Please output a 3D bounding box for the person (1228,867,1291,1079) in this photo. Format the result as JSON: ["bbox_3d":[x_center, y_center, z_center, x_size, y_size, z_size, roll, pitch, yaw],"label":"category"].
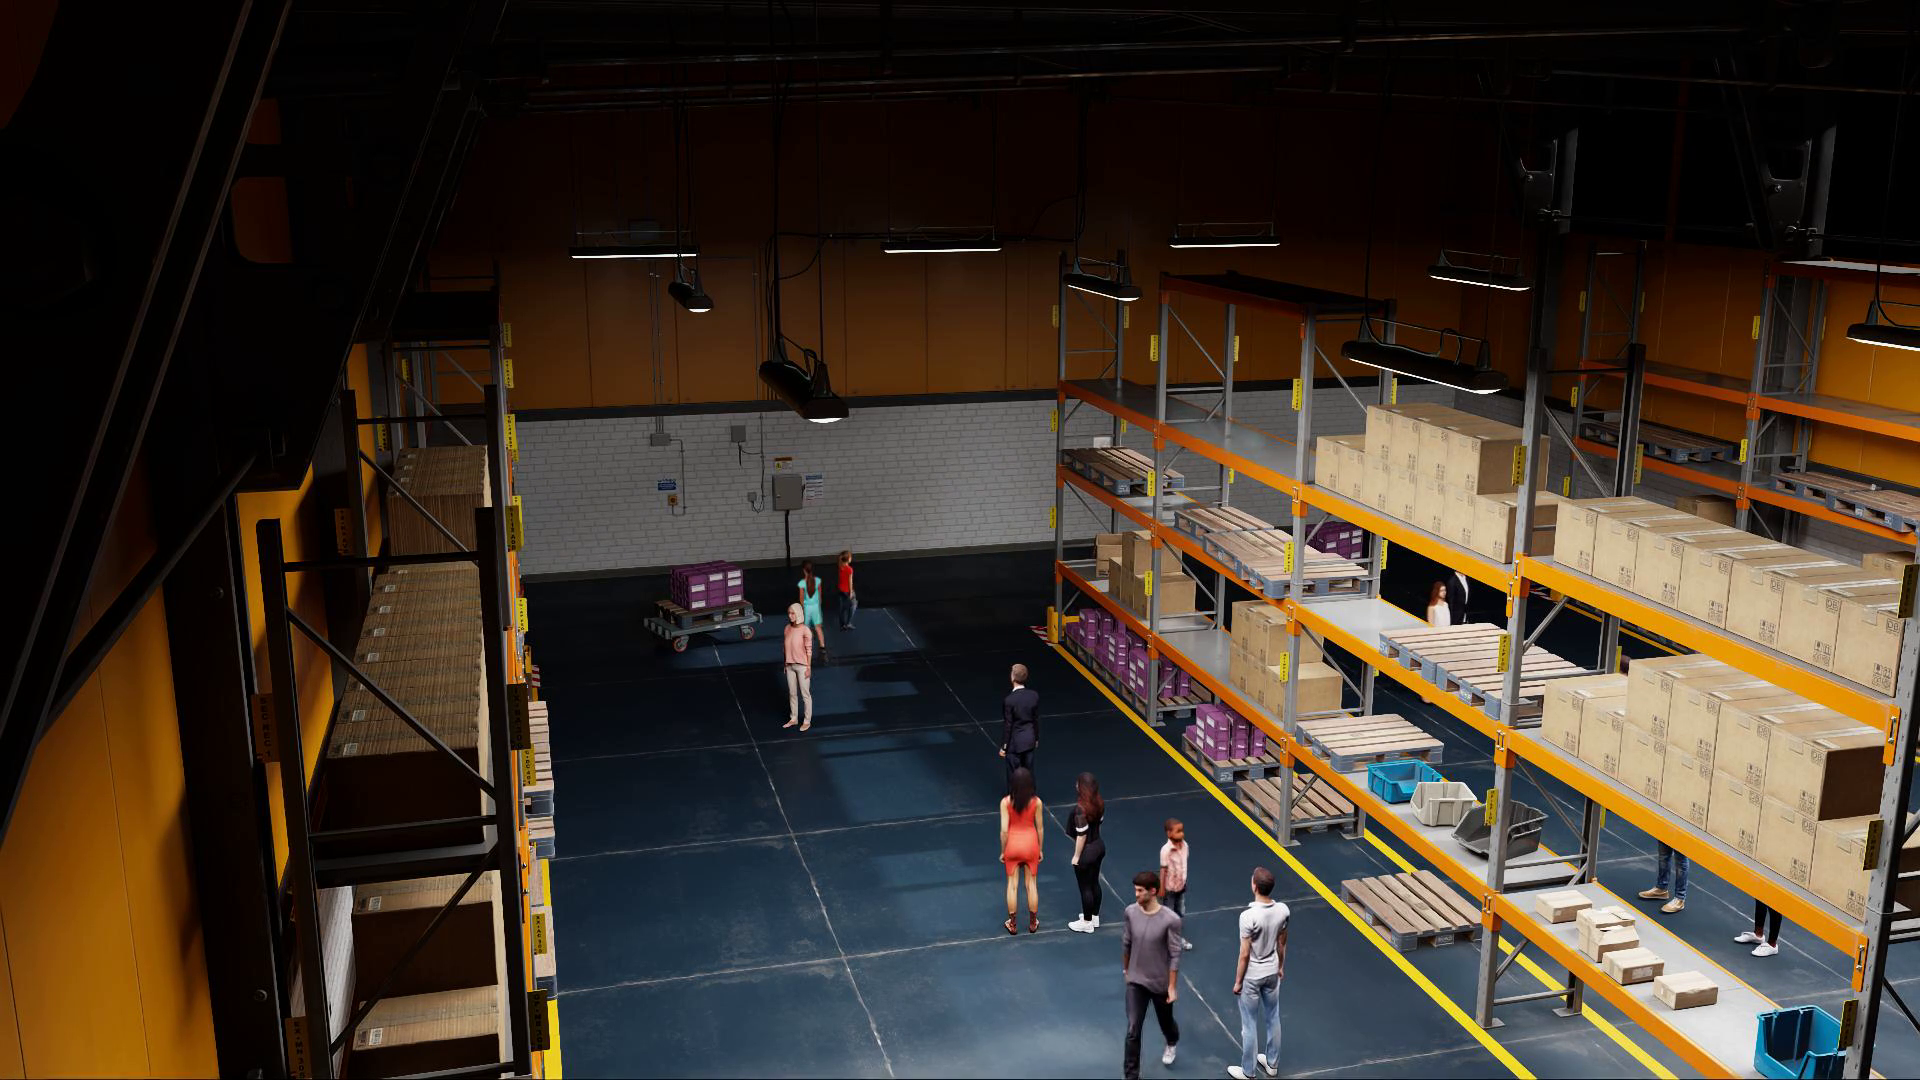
[{"bbox_3d":[2.471,3.579,13.705,0.709,1.851,0.637,-8,16,-30],"label":"person"}]

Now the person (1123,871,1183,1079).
[{"bbox_3d":[1.614,3.601,13.699,1.123,1.810,1.229,6,15,22],"label":"person"}]

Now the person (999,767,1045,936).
[{"bbox_3d":[0.601,3.030,16.255,0.625,1.718,0.585,-1,14,-4],"label":"person"}]

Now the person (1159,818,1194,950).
[{"bbox_3d":[2.018,3.294,16.062,0.679,1.295,0.846,-11,17,-37],"label":"person"}]

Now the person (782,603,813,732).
[{"bbox_3d":[-2.132,1.656,21.915,0.665,1.725,0.730,8,16,30],"label":"person"}]

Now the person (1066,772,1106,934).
[{"bbox_3d":[1.252,3.053,16.330,0.765,1.638,0.714,9,16,32],"label":"person"}]

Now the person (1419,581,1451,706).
[{"bbox_3d":[6.549,1.407,22.951,0.641,1.721,0.617,-9,17,-34],"label":"person"}]

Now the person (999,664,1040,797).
[{"bbox_3d":[0.676,2.297,19.079,0.772,1.814,0.727,-10,17,-35],"label":"person"}]

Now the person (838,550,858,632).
[{"bbox_3d":[-1.856,0.817,26.279,0.570,1.301,0.635,11,17,37],"label":"person"}]

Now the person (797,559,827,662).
[{"bbox_3d":[-2.195,1.049,24.808,0.619,1.542,0.975,-6,15,-22],"label":"person"}]
